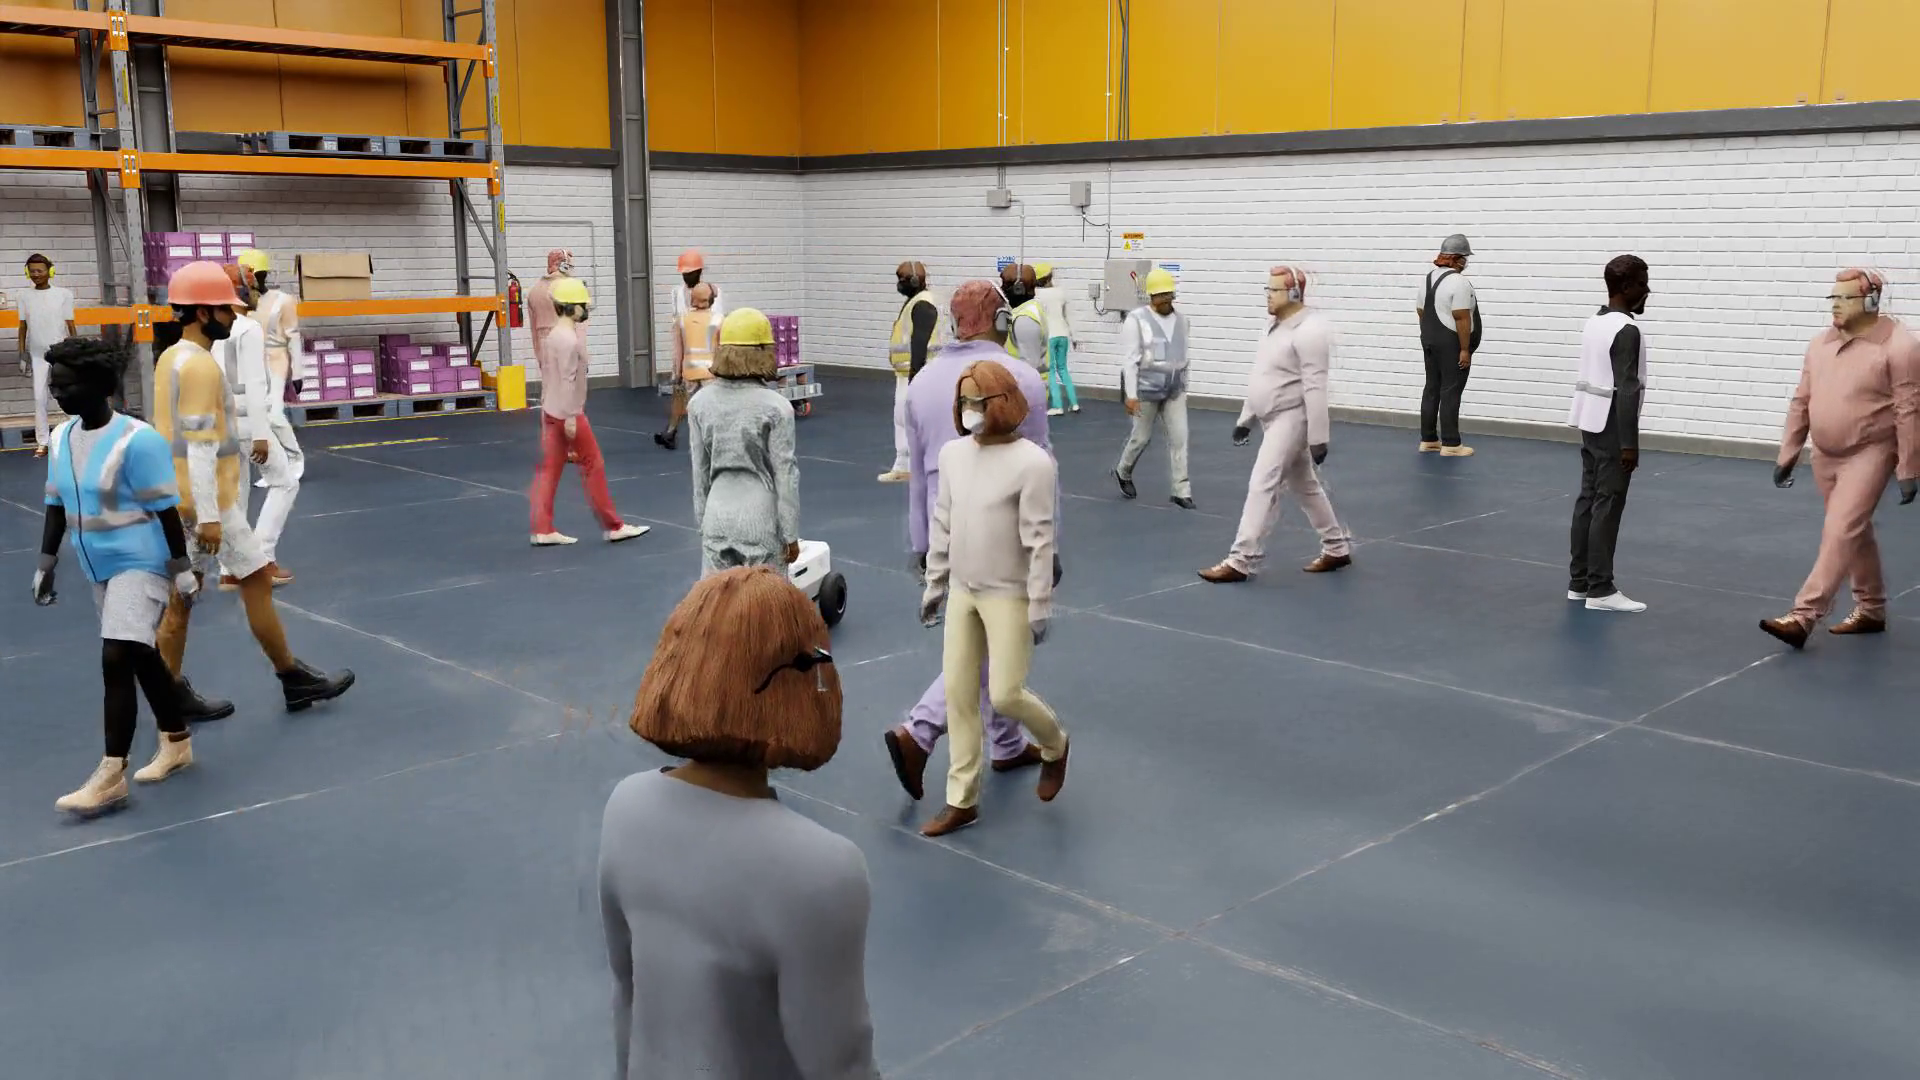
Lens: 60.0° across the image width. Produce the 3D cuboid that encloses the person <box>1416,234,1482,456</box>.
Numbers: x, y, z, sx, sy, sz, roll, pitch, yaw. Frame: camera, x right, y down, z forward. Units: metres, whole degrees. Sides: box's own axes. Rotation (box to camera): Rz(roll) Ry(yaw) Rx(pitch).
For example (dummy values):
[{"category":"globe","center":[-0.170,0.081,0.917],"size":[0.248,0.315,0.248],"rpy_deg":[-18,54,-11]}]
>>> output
[{"category":"person","center":[4.555,-1.805,15.387],"size":[0.538,2.000,0.689],"rpy_deg":[-3,11,-17]}]

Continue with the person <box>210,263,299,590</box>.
[{"category":"person","center":[-4.058,-0.636,9.497],"size":[0.621,1.860,0.520],"rpy_deg":[8,13,37]}]

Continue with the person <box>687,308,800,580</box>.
[{"category":"person","center":[-0.851,-0.058,6.691],"size":[0.482,1.737,0.314],"rpy_deg":[5,11,24]}]

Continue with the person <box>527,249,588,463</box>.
[{"category":"person","center":[-3.542,-1.638,14.861],"size":[0.638,1.902,0.407],"rpy_deg":[7,13,35]}]

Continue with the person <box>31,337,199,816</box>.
[{"category":"person","center":[-3.044,0.124,5.881],"size":[0.552,1.660,0.760],"rpy_deg":[5,12,27]}]

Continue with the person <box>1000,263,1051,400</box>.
[{"category":"person","center":[0.385,-0.912,11.063],"size":[0.429,1.842,0.633],"rpy_deg":[0,10,1]}]

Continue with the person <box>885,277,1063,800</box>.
[{"category":"person","center":[0.031,-0.007,6.040],"size":[0.830,1.875,0.657],"rpy_deg":[-9,14,-42]}]

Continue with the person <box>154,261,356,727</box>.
[{"category":"person","center":[-3.005,-0.192,6.949],"size":[0.875,1.905,0.570],"rpy_deg":[-8,13,-38]}]

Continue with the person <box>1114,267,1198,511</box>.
[{"category":"person","center":[1.448,-1.133,12.449],"size":[0.603,1.802,0.809],"rpy_deg":[-5,11,-24]}]

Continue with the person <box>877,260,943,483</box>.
[{"category":"person","center":[-0.326,-1.356,13.528],"size":[0.631,1.823,0.640],"rpy_deg":[-2,11,-12]}]

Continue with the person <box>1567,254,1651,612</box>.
[{"category":"person","center":[3.525,-0.579,9.035],"size":[0.392,1.919,0.591],"rpy_deg":[0,10,1]}]

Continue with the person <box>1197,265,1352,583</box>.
[{"category":"person","center":[1.912,-0.679,9.782],"size":[1.014,1.857,0.641],"rpy_deg":[-1,10,-7]}]

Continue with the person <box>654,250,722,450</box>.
[{"category":"person","center":[-2.534,-1.780,15.690],"size":[0.563,1.873,1.012],"rpy_deg":[4,11,20]}]

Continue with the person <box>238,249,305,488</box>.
[{"category":"person","center":[-5.592,-1.369,13.351],"size":[0.600,1.910,0.407],"rpy_deg":[3,11,15]}]

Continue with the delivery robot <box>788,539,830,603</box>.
[{"category":"delivery robot","center":[-0.922,0.161,8.466],"size":[0.477,0.478,0.707],"rpy_deg":[3,11,15]}]

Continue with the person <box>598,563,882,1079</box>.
[{"category":"person","center":[-0.261,0.830,2.142],"size":[0.351,1.618,0.520],"rpy_deg":[-10,14,-44]}]

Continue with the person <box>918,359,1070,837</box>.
[{"category":"person","center":[0.118,0.192,5.657],"size":[0.513,1.615,0.579],"rpy_deg":[10,14,44]}]

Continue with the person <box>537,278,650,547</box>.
[{"category":"person","center":[-2.426,-0.824,10.842],"size":[0.800,1.733,0.547],"rpy_deg":[-5,11,-24]}]

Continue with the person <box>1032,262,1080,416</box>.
[{"category":"person","center":[1.018,-2.254,18.688],"size":[0.549,1.723,0.454],"rpy_deg":[-8,13,-36]}]

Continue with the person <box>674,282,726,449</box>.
[{"category":"person","center":[-2.180,-1.401,14.320],"size":[0.538,1.621,0.437],"rpy_deg":[4,11,20]}]

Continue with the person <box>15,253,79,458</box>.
[{"category":"person","center":[-8.321,-1.677,15.196],"size":[0.509,1.860,0.318],"rpy_deg":[-2,11,-12]}]

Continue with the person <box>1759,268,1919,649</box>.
[{"category":"person","center":[4.324,-0.395,8.210],"size":[1.001,1.854,0.669],"rpy_deg":[-3,11,-17]}]
